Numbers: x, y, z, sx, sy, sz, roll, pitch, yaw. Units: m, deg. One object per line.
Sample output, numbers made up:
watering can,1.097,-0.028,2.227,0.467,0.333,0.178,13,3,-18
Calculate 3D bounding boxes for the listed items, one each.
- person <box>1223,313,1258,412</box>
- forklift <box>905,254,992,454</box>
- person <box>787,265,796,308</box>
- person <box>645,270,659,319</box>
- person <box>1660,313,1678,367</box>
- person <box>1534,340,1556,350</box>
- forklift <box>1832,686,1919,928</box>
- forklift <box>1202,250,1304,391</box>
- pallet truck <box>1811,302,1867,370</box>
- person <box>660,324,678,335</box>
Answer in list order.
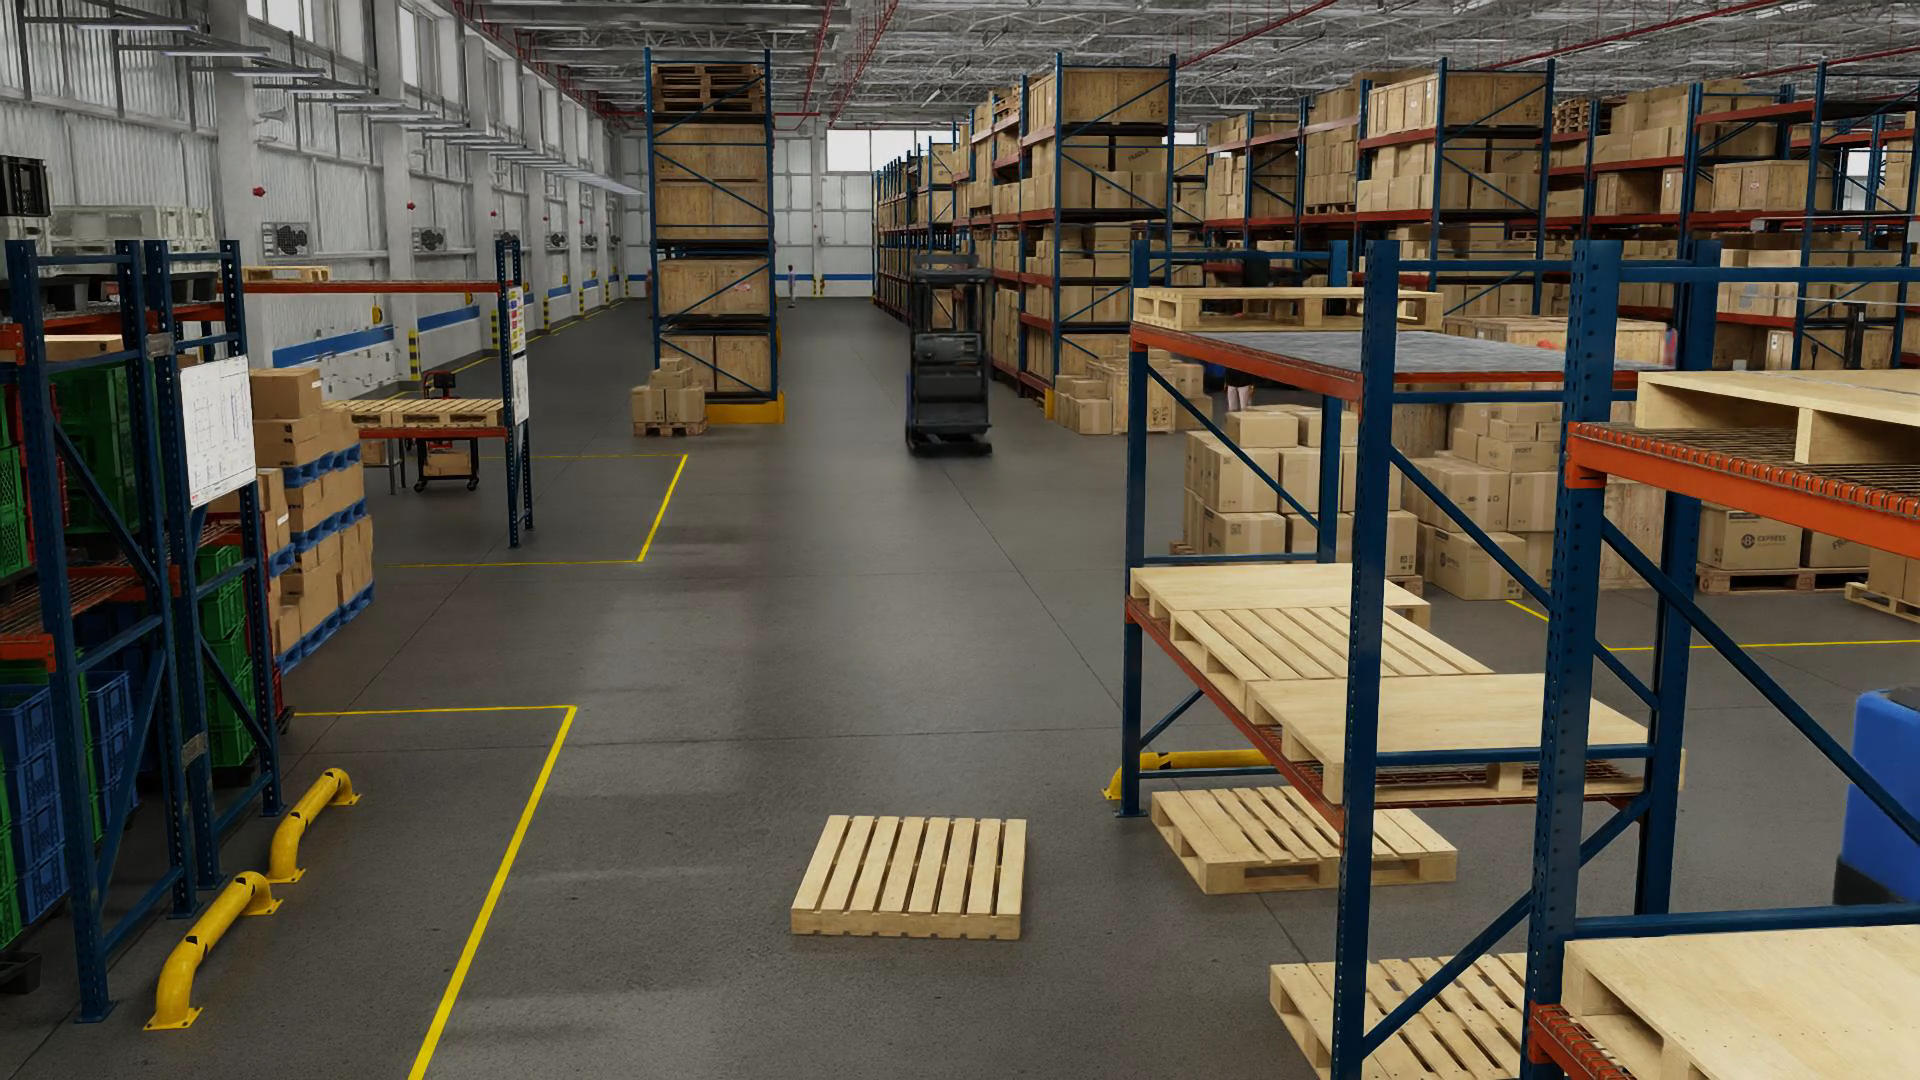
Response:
person,4.018,-2.263,23.923,0.379,1.996,0.609,-7,12,-35
forklift,-0.209,-2.731,24.068,1.129,2.768,1.873,-1,10,-6
person,-7.545,-11.340,74.378,0.372,1.940,0.632,-2,10,-13
person,-11.933,-9.520,64.437,0.397,1.893,0.662,7,12,35
person,11.806,-2.899,27.942,0.632,1.826,0.446,0,10,-1
person,6.880,-1.391,19.410,0.935,1.879,0.561,6,12,28
forklift,4.483,0.465,6.354,1.129,2.768,1.873,-1,10,-6
forklift,5.905,-4.439,33.531,1.873,2.768,1.129,-1,10,-6
pallet truck,15.846,-3.142,28.793,1.885,1.965,0.823,2,10,12
person,-8.442,-6.622,48.594,0.909,1.816,0.577,2,11,13
